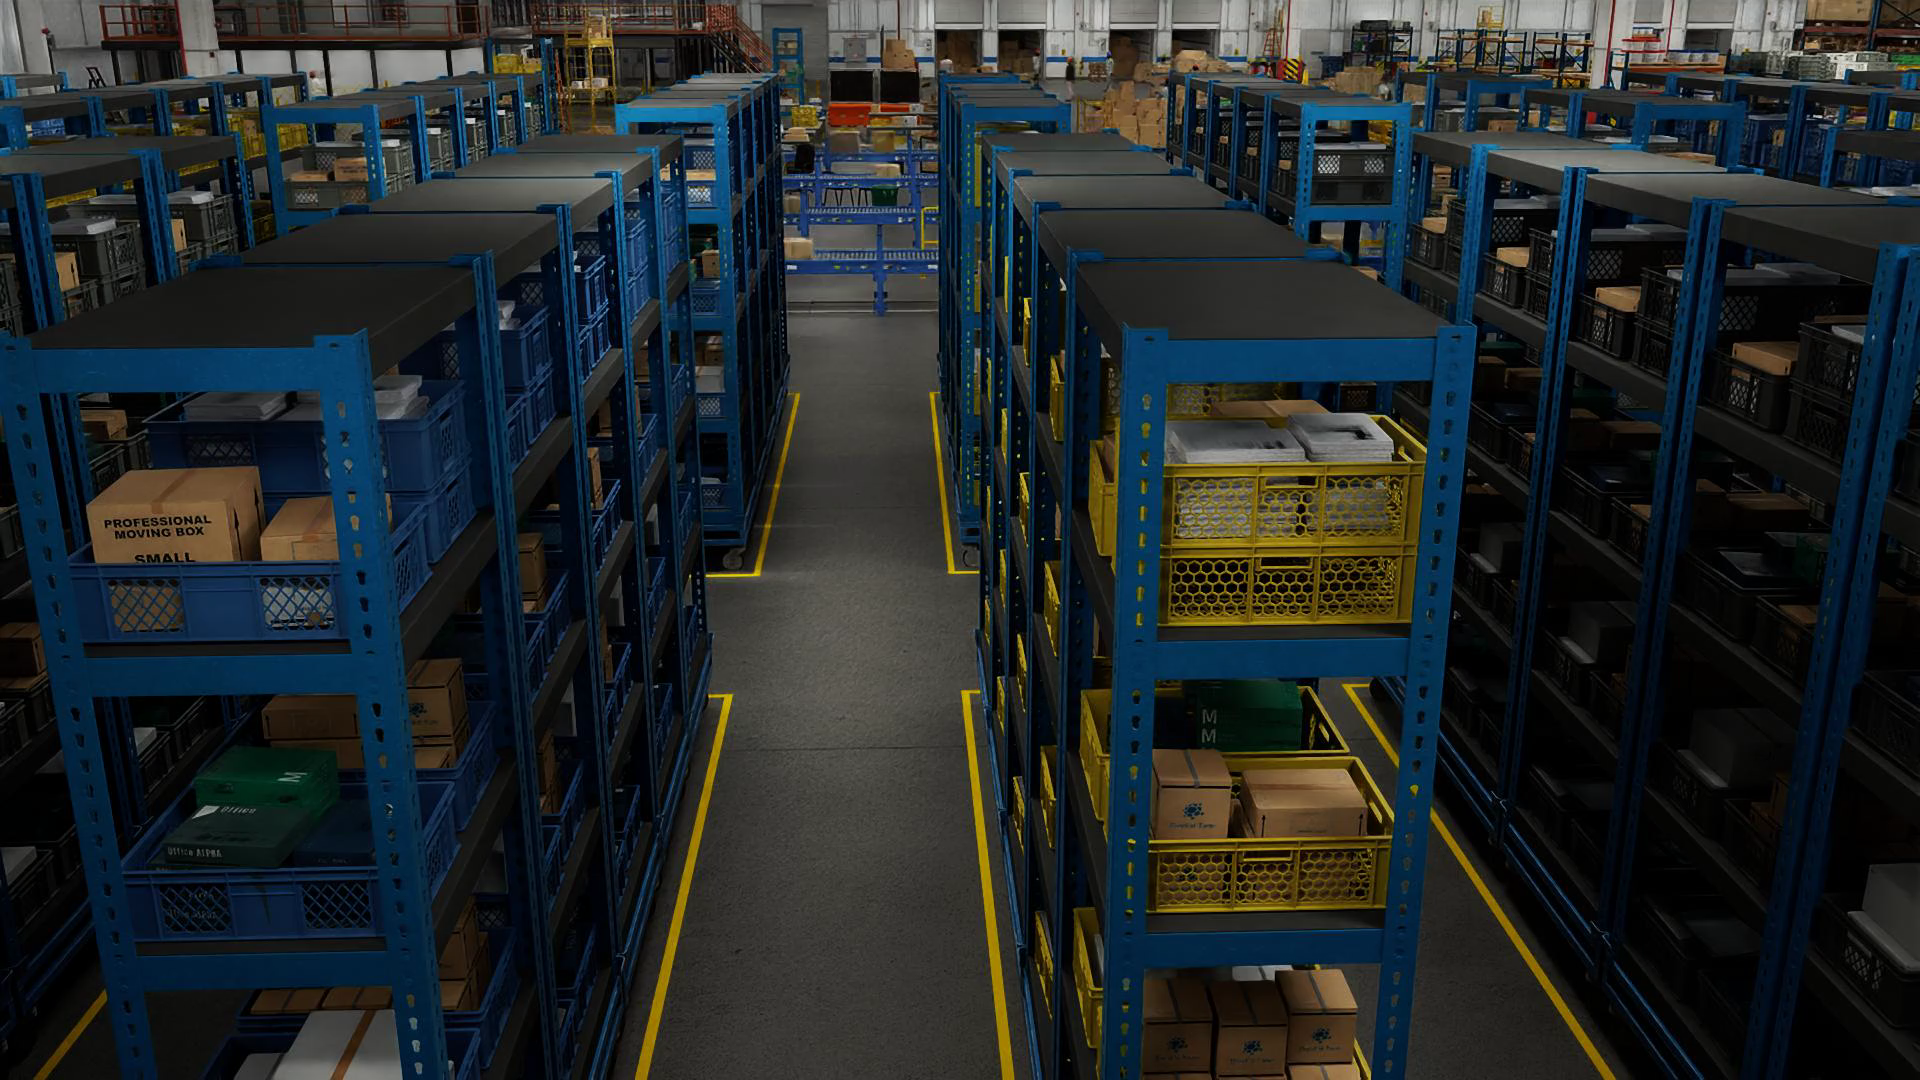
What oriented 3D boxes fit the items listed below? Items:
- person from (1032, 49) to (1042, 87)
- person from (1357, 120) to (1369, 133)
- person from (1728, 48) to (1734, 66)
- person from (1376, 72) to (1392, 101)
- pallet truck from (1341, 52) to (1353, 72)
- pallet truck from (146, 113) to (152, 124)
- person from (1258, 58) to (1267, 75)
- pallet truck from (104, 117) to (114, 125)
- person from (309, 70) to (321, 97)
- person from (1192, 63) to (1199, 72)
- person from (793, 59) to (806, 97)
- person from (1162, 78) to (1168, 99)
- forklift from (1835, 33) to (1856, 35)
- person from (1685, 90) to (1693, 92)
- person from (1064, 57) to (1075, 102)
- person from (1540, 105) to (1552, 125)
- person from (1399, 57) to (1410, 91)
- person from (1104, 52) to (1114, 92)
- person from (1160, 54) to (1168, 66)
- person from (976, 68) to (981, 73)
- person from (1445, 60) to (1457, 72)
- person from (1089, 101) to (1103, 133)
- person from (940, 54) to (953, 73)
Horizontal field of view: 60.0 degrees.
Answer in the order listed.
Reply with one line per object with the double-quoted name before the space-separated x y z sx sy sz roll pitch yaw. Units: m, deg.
"person" 4.165 -25.117 88.529 0.713 1.911 0.587 11 21 30
"person" 11.899 -12.309 49.301 0.543 1.666 0.804 0 18 -1
"person" 41.687 -25.656 90.192 0.371 1.932 0.622 1 18 2
"person" 14.540 -15.052 57.187 0.636 2.000 0.698 2 18 6
"pallet truck" 18.794 -23.123 82.231 0.823 1.965 1.885 -13 22 -35
"pallet truck" -18.087 -8.309 36.390 1.885 1.965 0.823 -1 18 -4
"person" 13.783 -21.141 76.246 0.692 1.904 0.599 8 19 22
"pallet truck" -18.367 -7.885 35.078 1.885 1.965 0.823 1 18 2
"person" -24.244 -16.773 62.801 0.660 1.865 0.576 0 18 -1
"person" 9.272 -17.791 65.685 0.603 2.034 0.416 5 19 14
"person" -7.515 -21.627 77.910 0.635 1.812 0.878 -7 19 -21
"person" 7.144 -14.807 56.737 0.552 1.845 0.673 15 23 38
"forklift" 46.056 -25.071 86.845 1.129 2.768 1.873 -1 18 -2
"person" 27.428 -16.822 62.830 0.551 1.935 0.373 17 24 41
"person" 4.896 -20.657 74.627 0.442 1.976 0.647 -11 21 -31
"person" 19.116 -14.103 54.645 0.922 1.784 0.618 14 22 36
"person" 22.552 -23.669 84.411 0.533 1.692 0.319 2 18 7
"person" 7.476 -23.450 83.321 0.406 1.948 0.605 -7 19 -22
"person" 10.031 -22.992 82.028 0.999 1.866 0.607 -5 18 -14
"person" 0.733 -17.413 64.793 0.500 1.861 0.328 -13 22 -35
"person" 22.582 -21.185 76.608 0.526 1.765 0.329 7 19 21
"person" 3.742 -11.330 46.143 0.528 1.748 0.678 -13 22 -35
"person" -0.651 -22.587 80.669 0.633 1.938 0.360 1 18 4
